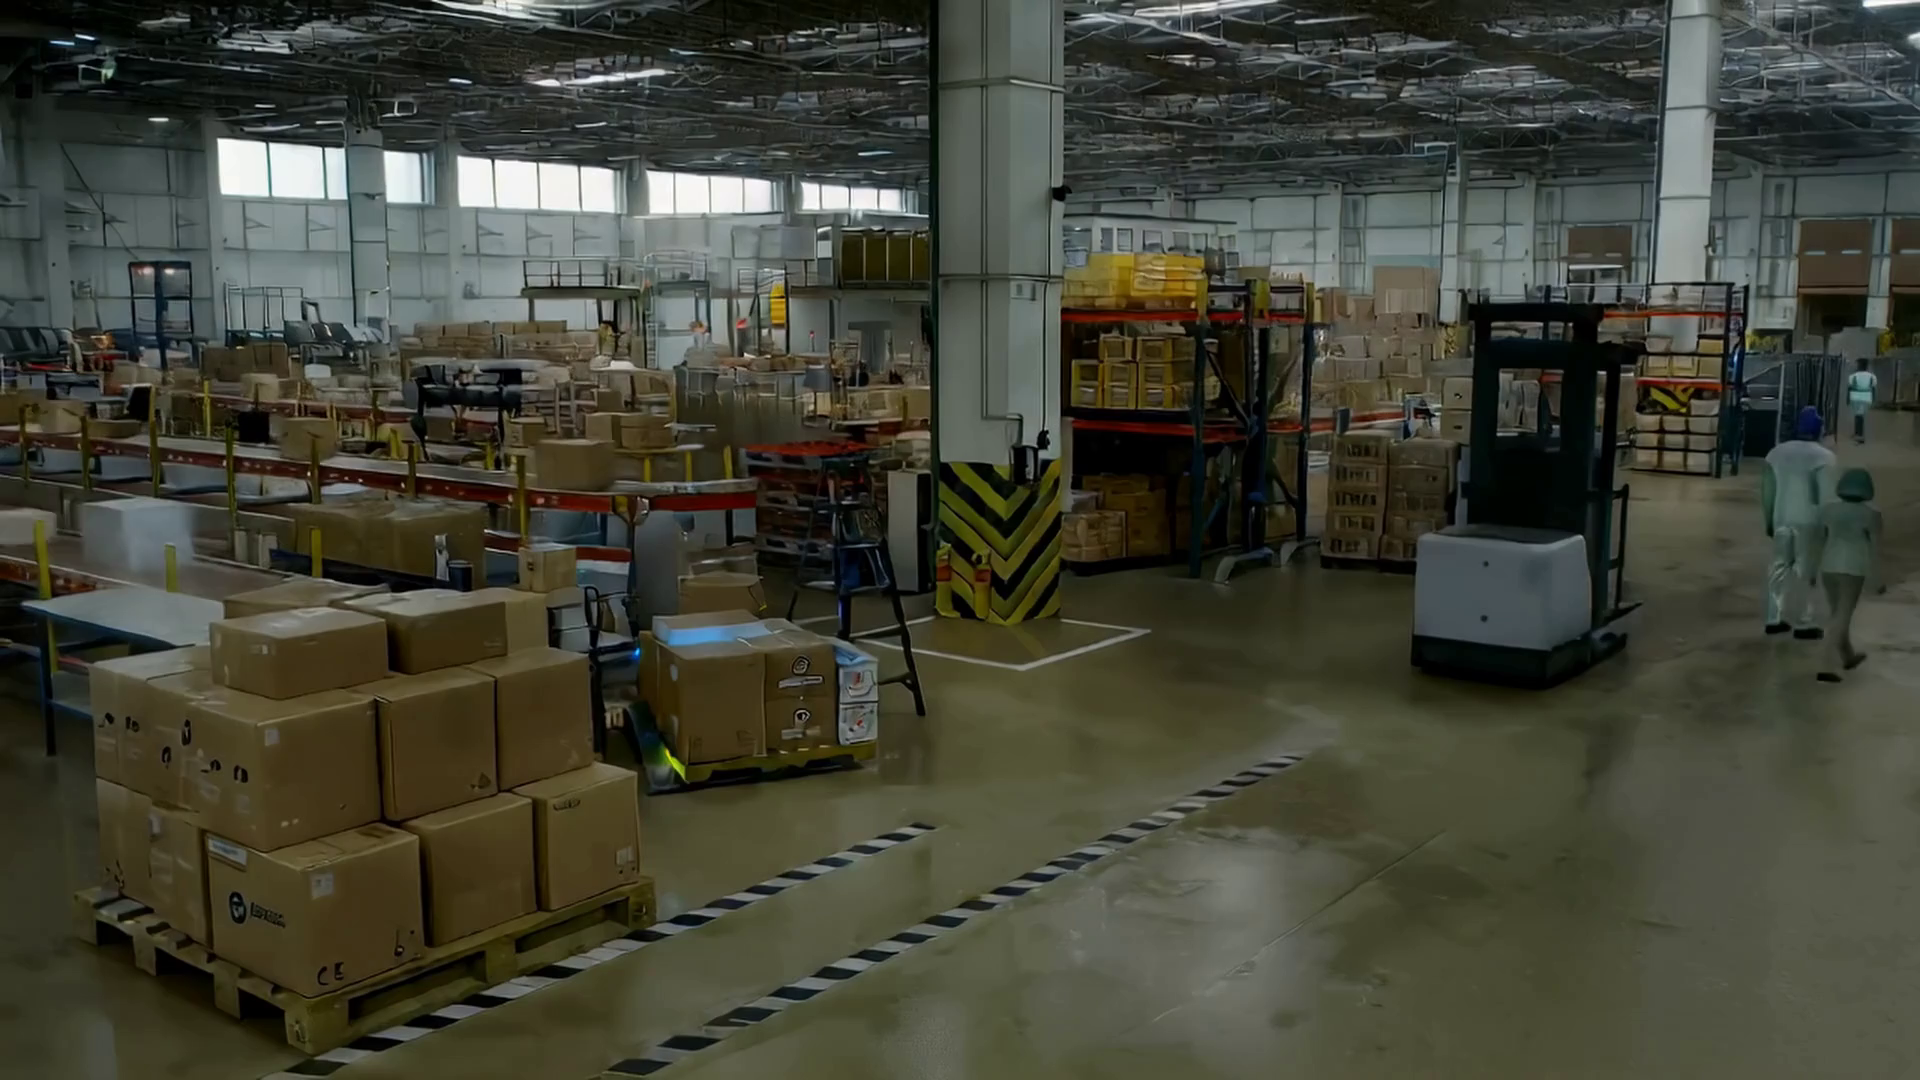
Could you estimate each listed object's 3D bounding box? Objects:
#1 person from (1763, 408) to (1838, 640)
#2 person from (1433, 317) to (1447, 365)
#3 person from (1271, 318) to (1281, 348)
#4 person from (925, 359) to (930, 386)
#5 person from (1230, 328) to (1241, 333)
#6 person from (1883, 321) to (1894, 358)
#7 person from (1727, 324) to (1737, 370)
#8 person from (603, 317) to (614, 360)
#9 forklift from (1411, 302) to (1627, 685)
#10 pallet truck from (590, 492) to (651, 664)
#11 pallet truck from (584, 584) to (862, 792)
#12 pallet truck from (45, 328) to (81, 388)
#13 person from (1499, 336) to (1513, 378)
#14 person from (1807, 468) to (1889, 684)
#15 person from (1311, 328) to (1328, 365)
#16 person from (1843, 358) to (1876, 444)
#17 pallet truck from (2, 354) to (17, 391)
[{"bbox_3d":[7.050,-0.136,13.976,0.354,1.937,0.635,-4,9,-27],"label":"person"},{"bbox_3d":[19.492,-8.079,67.570,0.368,1.932,0.623,-6,11,-36],"label":"person"},{"bbox_3d":[13.872,-8.820,72.919,0.431,1.833,0.642,2,9,15],"label":"person"},{"bbox_3d":[-0.498,-3.486,37.135,0.554,1.753,0.353,0,8,0],"label":"person"},{"bbox_3d":[7.921,-5.269,48.433,1.062,1.998,0.608,6,10,36],"label":"person"},{"bbox_3d":[33.184,-6.876,59.496,0.401,1.919,0.582,4,9,23],"label":"person"},{"bbox_3d":[28.989,-7.239,62.515,0.487,1.744,0.294,-2,9,-14],"label":"person"},{"bbox_3d":[-15.216,-8.706,71.930,0.342,1.882,0.579,6,10,36],"label":"person"},{"bbox_3d":[4.379,-0.438,12.852,1.129,2.768,1.873,7,11,37],"label":"forklift"},{"bbox_3d":[-3.115,0.344,12.883,0.653,1.274,1.630,7,11,37],"label":"pallet truck"},{"bbox_3d":[-1.426,0.805,10.019,1.601,1.201,0.680,-4,9,-26],"label":"pallet truck"},{"bbox_3d":[-23.775,-4.544,43.495,1.885,1.965,0.823,6,10,35],"label":"pallet truck"},{"bbox_3d":[13.256,-4.009,40.339,0.521,1.865,0.328,-8,12,-44],"label":"person"},{"bbox_3d":[6.679,0.263,12.431,0.814,1.595,0.521,-4,10,-28],"label":"person"},{"bbox_3d":[11.151,-5.675,51.675,0.513,1.835,0.941,-2,9,-12],"label":"person"},{"bbox_3d":[17.351,-2.672,32.044,0.542,1.648,0.907,0,8,0],"label":"person"},{"bbox_3d":[-24.881,-4.417,42.634,1.885,1.965,0.823,8,11,41],"label":"pallet truck"}]
